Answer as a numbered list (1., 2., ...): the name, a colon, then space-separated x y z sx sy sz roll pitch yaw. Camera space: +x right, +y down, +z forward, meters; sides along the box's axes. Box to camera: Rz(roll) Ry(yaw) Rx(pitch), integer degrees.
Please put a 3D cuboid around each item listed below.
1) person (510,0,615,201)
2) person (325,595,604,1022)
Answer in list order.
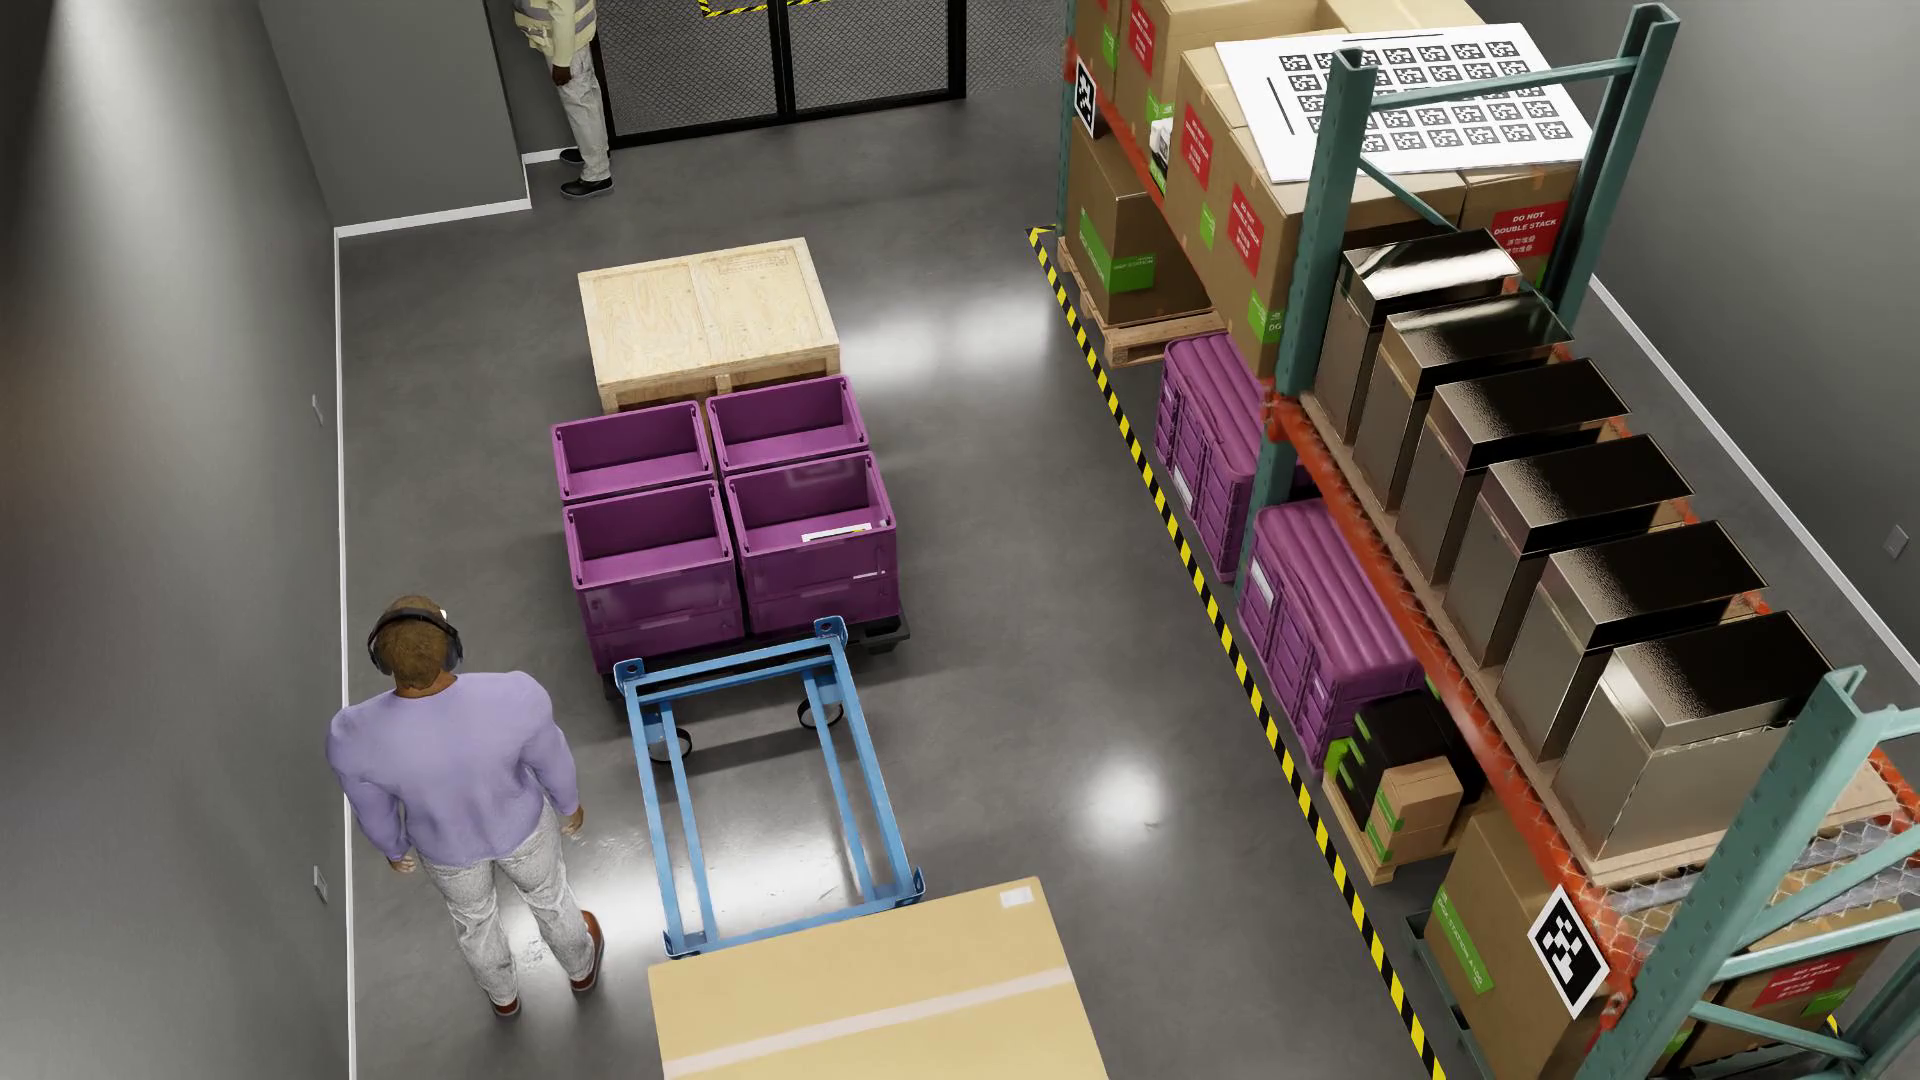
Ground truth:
1. person: -2.006 -2.562 8.310 0.404 1.830 0.601 -6 48 -5
2. person: -1.467 0.865 5.092 0.635 1.937 0.352 -13 49 -12
